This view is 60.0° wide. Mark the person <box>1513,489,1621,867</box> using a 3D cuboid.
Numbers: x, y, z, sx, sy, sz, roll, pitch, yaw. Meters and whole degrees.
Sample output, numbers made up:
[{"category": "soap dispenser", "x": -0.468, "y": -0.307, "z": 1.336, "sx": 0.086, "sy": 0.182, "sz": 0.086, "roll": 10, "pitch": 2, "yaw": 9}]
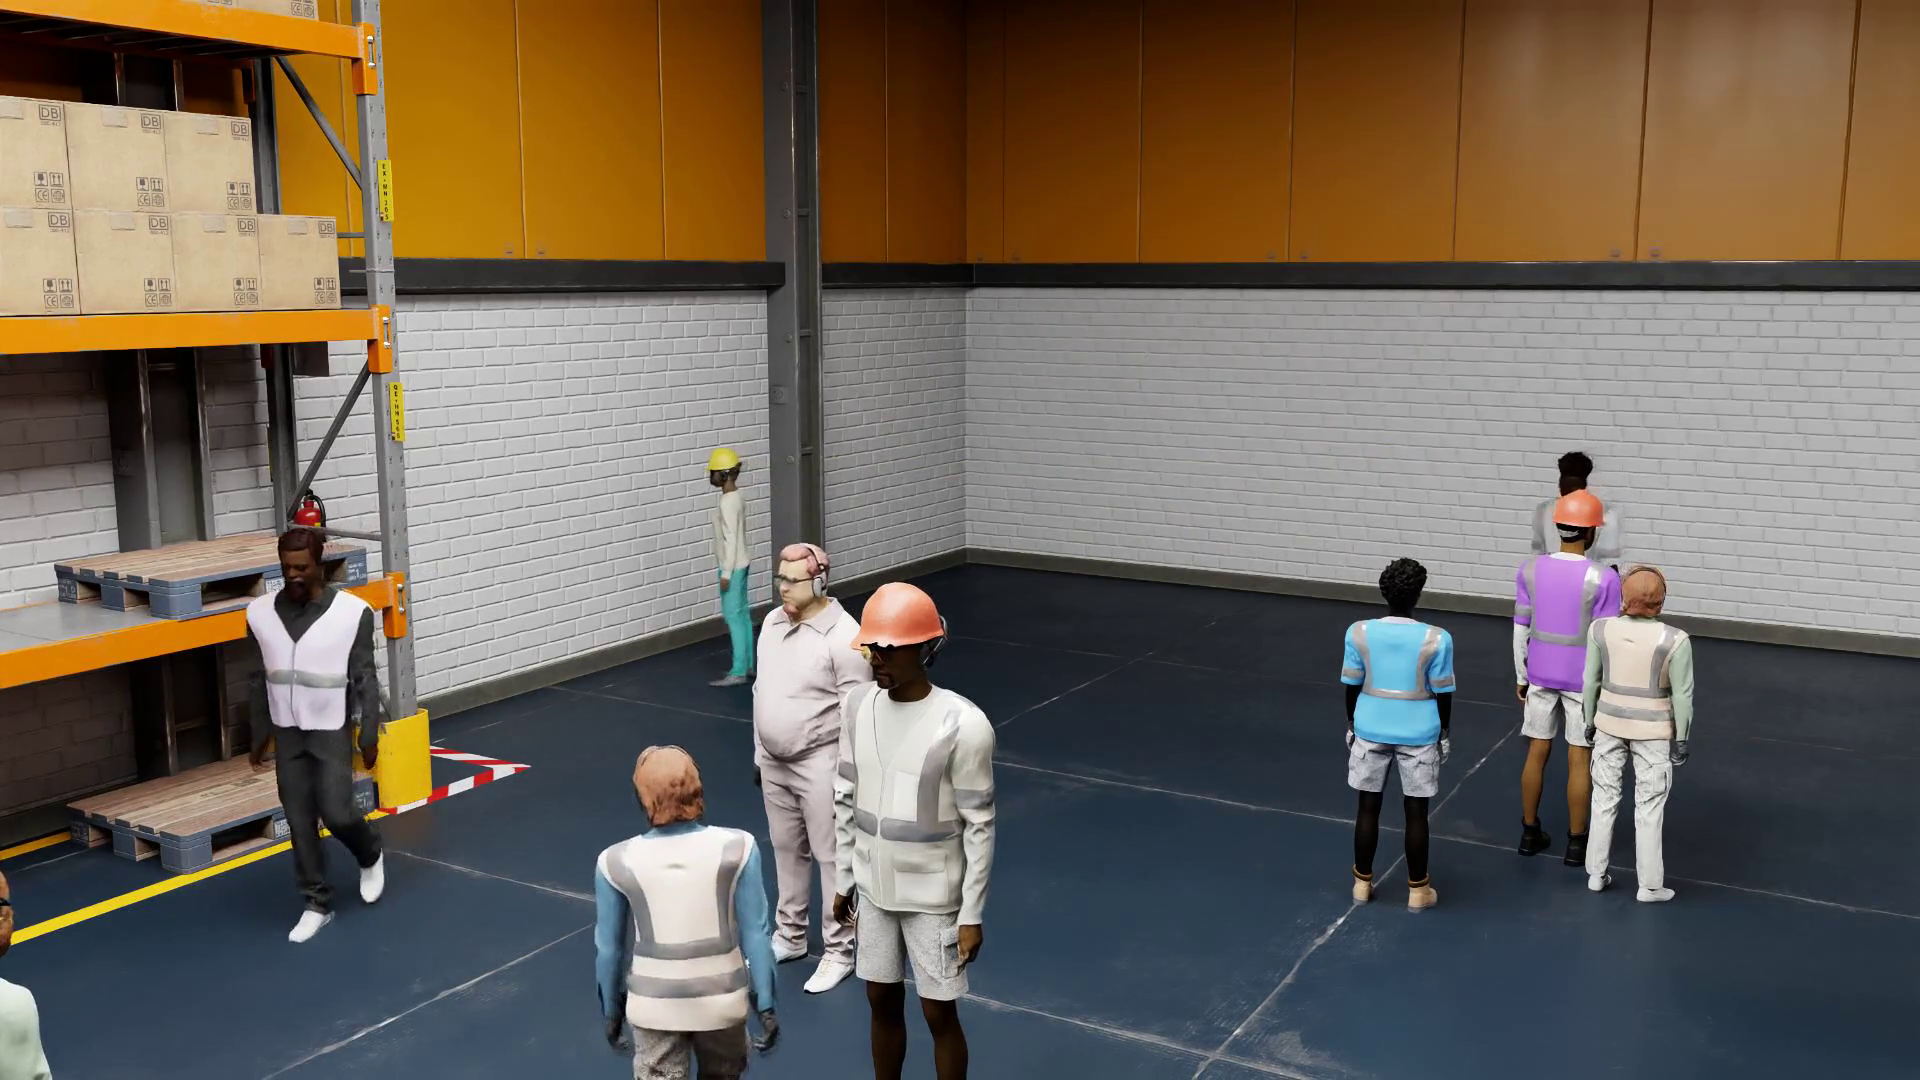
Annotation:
[{"category": "person", "x": 3.125, "y": 0.702, "z": 8.550, "sx": 0.552, "sy": 1.934, "sz": 0.356, "roll": 9, "pitch": 13, "yaw": 43}]

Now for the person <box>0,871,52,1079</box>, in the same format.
[{"category": "person", "x": -2.406, "y": 1.570, "z": 4.090, "sx": 0.498, "sy": 1.633, "sz": 0.279, "roll": 3, "pitch": 9, "yaw": 15}]

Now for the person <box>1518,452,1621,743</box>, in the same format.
[{"category": "person", "x": 3.973, "y": 0.361, "z": 10.800, "sx": 0.658, "sy": 1.906, "sz": 1.032, "roll": 8, "pitch": 12, "yaw": 42}]

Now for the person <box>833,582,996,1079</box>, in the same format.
[{"category": "person", "x": -0.184, "y": 1.145, "z": 5.464, "sx": 0.615, "sy": 2.042, "sz": 0.374, "roll": 7, "pitch": 11, "yaw": 35}]

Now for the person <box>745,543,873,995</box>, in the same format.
[{"category": "person", "x": -0.667, "y": 0.954, "z": 7.084, "sx": 0.643, "sy": 1.908, "sz": 0.411, "roll": 8, "pitch": 12, "yaw": 41}]

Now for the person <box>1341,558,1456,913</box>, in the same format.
[{"category": "person", "x": 2.078, "y": 0.926, "z": 7.913, "sx": 0.535, "sy": 1.697, "sz": 0.318, "roll": 4, "pitch": 10, "yaw": 25}]

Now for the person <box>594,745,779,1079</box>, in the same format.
[{"category": "person", "x": -0.827, "y": 1.424, "z": 5.038, "sx": 0.538, "sy": 1.607, "sz": 0.501, "roll": -2, "pitch": 9, "yaw": -10}]

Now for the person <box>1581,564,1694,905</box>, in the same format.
[{"category": "person", "x": 3.255, "y": 0.934, "z": 8.024, "sx": 0.522, "sy": 1.645, "sz": 0.305, "roll": 8, "pitch": 12, "yaw": 42}]

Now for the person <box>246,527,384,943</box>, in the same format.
[{"category": "person", "x": -2.957, "y": 0.864, "z": 7.672, "sx": 0.591, "sy": 1.901, "sz": 0.519, "roll": 1, "pitch": 9, "yaw": 7}]

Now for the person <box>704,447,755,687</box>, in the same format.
[{"category": "person", "x": -1.708, "y": 0.198, "z": 12.253, "sx": 0.329, "sy": 1.766, "sz": 0.533, "roll": 0, "pitch": 9, "yaw": 1}]
